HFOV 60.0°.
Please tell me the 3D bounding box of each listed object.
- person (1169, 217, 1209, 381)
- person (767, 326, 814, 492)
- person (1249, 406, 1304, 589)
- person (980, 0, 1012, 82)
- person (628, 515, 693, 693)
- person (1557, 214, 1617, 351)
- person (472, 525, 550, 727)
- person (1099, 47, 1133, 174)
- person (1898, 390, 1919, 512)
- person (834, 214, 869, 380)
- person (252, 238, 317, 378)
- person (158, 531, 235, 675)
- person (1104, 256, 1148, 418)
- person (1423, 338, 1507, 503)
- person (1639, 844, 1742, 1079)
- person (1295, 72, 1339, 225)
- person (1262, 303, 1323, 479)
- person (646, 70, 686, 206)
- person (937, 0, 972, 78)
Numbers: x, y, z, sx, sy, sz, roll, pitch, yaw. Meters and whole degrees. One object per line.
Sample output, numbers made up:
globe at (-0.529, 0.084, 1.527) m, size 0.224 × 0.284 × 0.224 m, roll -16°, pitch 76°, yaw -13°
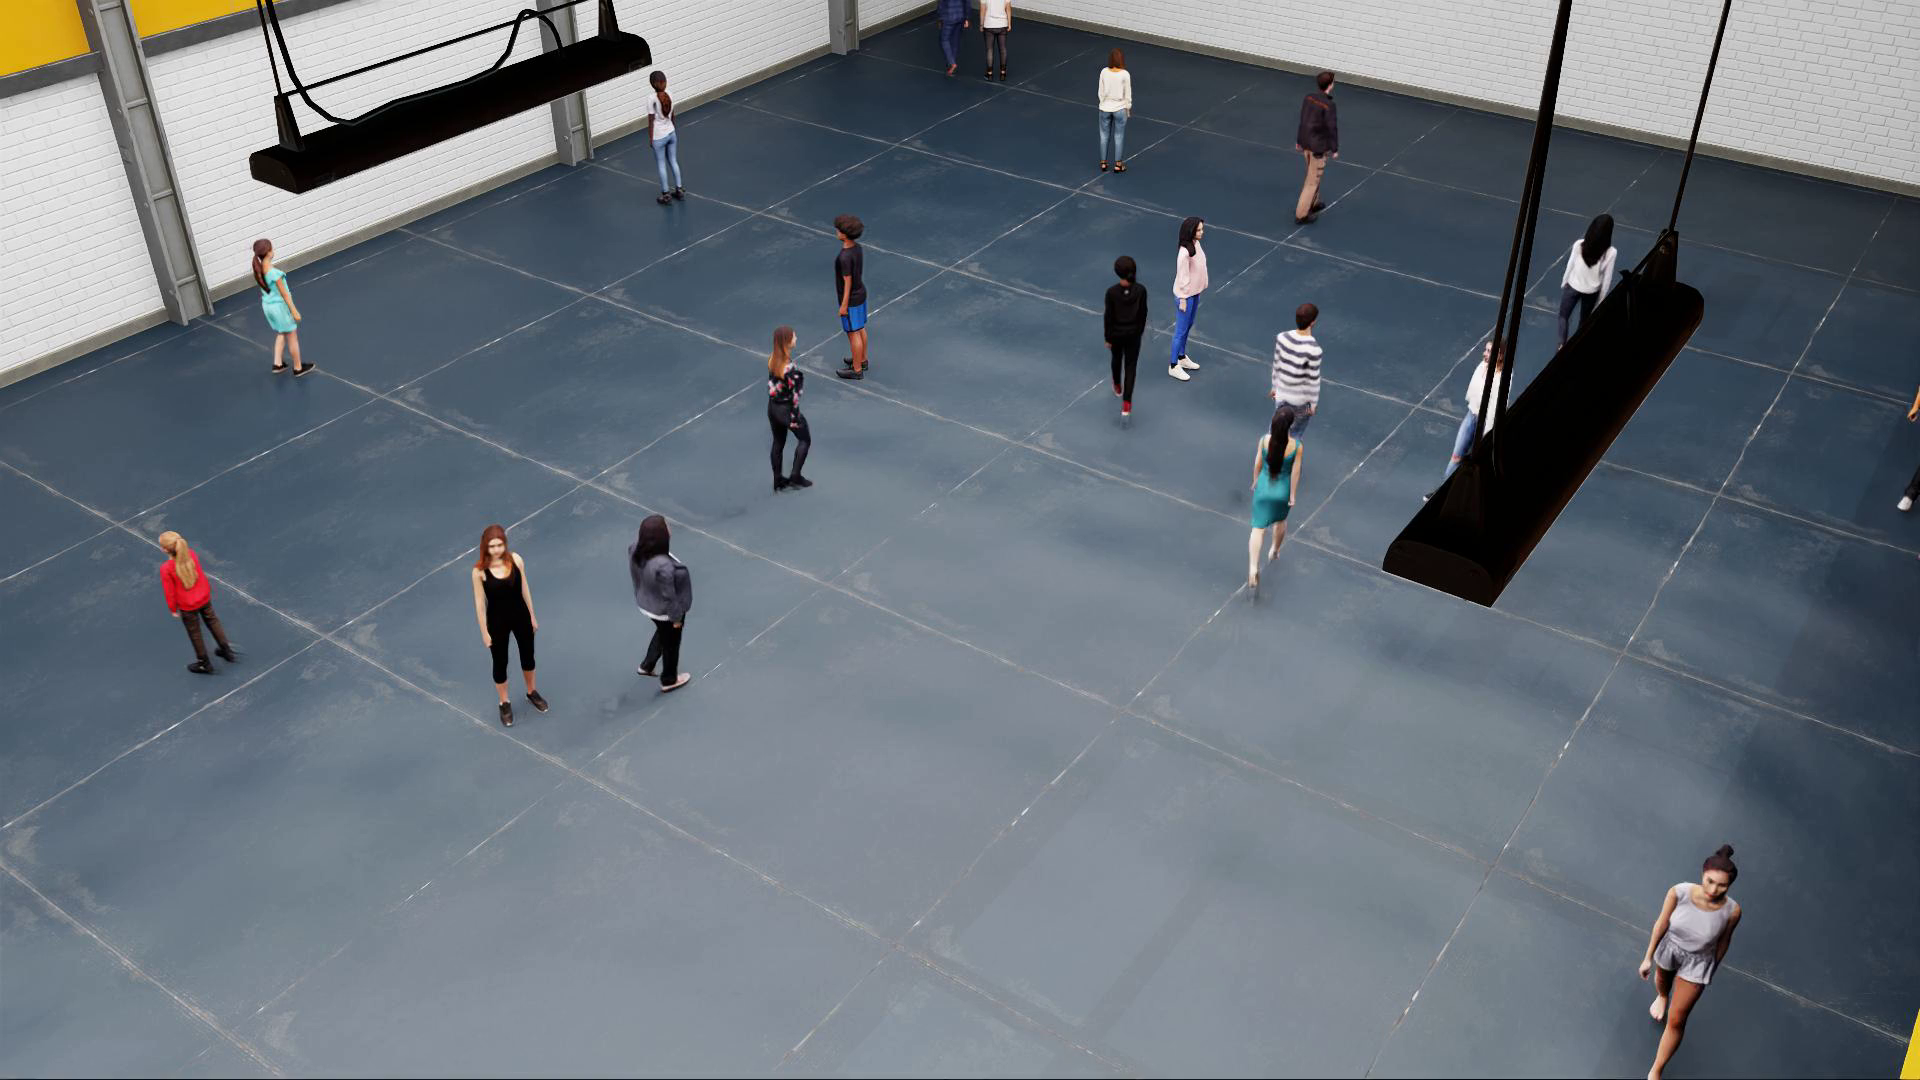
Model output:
person at (2.370, -2.550, 17.351) m, size 0.736 × 1.769 × 0.522 m, roll 16°, pitch 37°, yaw 22°
person at (-1.685, -1.178, 15.376) m, size 0.640 × 1.670 × 0.643 m, roll -27°, pitch 42°, yaw -34°
person at (2.642, -0.346, 14.137) m, size 0.764 × 1.656 × 1.081 m, roll 9°, pitch 35°, yaw 14°
person at (0.538, -7.914, 25.465) m, size 0.698 × 1.721 × 0.742 m, roll -3°, pitch 34°, yaw -5°
person at (-2.372, 0.530, 12.880) m, size 0.797 × 1.588 × 0.764 m, roll -25°, pitch 41°, yaw -33°
person at (6.557, -2.622, 17.537) m, size 0.828 × 1.683 × 1.055 m, roll 10°, pitch 35°, yaw 15°
person at (-3.430, 0.612, 12.635) m, size 0.574 × 1.724 × 0.707 m, roll -20°, pitch 38°, yaw -27°
person at (2.056, -5.751, 22.245) m, size 0.643 × 1.682 × 0.587 m, roll 15°, pitch 36°, yaw 21°
person at (9.070, -1.190, 15.306) m, size 0.760 × 1.768 × 1.190 m, roll 28°, pitch 43°, yaw 35°
person at (-1.121, -2.536, 17.305) m, size 0.743 × 1.796 × 0.601 m, roll 8°, pitch 34°, yaw 12°
person at (-7.128, -2.391, 17.305) m, size 0.542 × 1.556 × 0.630 m, roll 21°, pitch 39°, yaw 28°
person at (-6.109, 0.479, 13.237) m, size 0.570 × 1.278 × 0.432 m, roll 18°, pitch 38°, yaw 26°
person at (1.670, -2.011, 16.659) m, size 0.991 × 1.637 × 1.183 m, roll 2°, pitch 34°, yaw 3°
person at (4.870, -1.068, 15.232) m, size 1.185 × 1.648 × 1.031 m, roll -10°, pitch 35°, yaw -15°
person at (4.363, 2.458, 10.009) m, size 0.552 × 1.557 × 1.054 m, roll 21°, pitch 39°, yaw 28°
person at (4.356, -4.852, 20.689) m, size 0.975 × 1.908 × 0.891 m, roll -18°, pitch 38°, yaw -25°
person at (3.032, -1.311, 15.422) m, size 0.727 × 1.841 × 0.821 m, roll 28°, pitch 43°, yaw 36°
person at (-3.799, -5.168, 21.334) m, size 0.633 × 1.720 × 0.461 m, roll 23°, pitch 40°, yaw 31°
person at (-0.083, -7.947, 25.444) m, size 0.858 × 1.798 × 0.923 m, roll -11°, pitch 35°, yaw -16°
